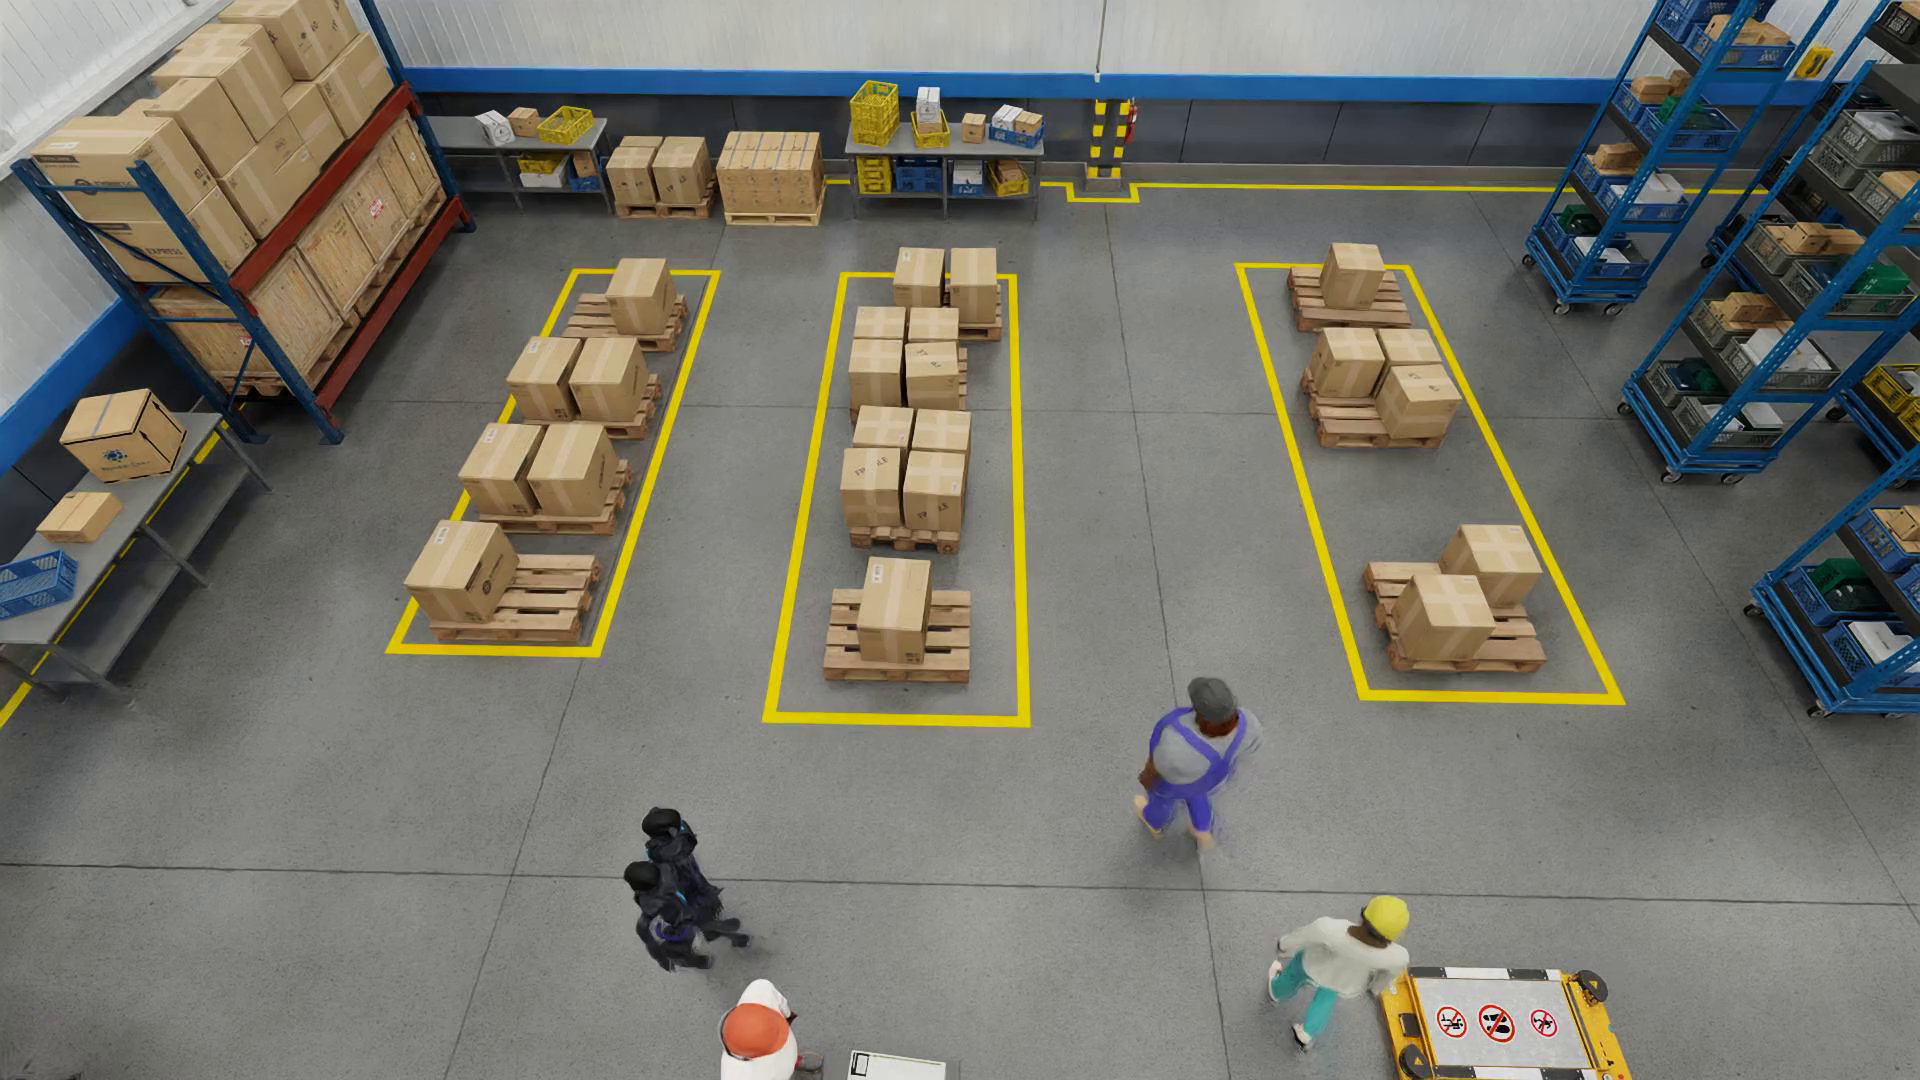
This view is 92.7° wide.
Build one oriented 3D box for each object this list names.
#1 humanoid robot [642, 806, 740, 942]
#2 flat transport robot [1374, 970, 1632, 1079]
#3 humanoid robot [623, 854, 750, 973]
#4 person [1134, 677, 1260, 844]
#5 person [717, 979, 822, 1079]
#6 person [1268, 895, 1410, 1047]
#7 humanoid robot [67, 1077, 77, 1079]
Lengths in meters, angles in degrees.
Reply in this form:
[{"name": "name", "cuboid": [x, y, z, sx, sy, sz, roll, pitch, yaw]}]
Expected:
[{"name": "humanoid robot", "cuboid": [-1.740, 2.103, 5.855, 0.316, 1.656, 0.611, -32, 57, -23]}, {"name": "flat transport robot", "cuboid": [3.501, 3.133, 5.914, 1.431, 0.197, 0.652, 1, 51, 1]}, {"name": "humanoid robot", "cuboid": [-1.701, 2.338, 5.678, 0.467, 1.653, 0.586, 7, 51, 6]}, {"name": "person", "cuboid": [1.514, 1.479, 6.138, 0.692, 2.000, 0.569, -18, 53, -14]}, {"name": "person", "cuboid": [-1.024, 2.873, 5.040, 0.405, 1.986, 0.615, 4, 51, 3]}, {"name": "person", "cuboid": [2.196, 2.558, 5.452, 0.616, 1.743, 0.495, 15, 52, 12]}, {"name": "humanoid robot", "cuboid": [-5.617, 3.067, 5.076, 0.357, 1.651, 0.639, -27, 56, -20]}]
